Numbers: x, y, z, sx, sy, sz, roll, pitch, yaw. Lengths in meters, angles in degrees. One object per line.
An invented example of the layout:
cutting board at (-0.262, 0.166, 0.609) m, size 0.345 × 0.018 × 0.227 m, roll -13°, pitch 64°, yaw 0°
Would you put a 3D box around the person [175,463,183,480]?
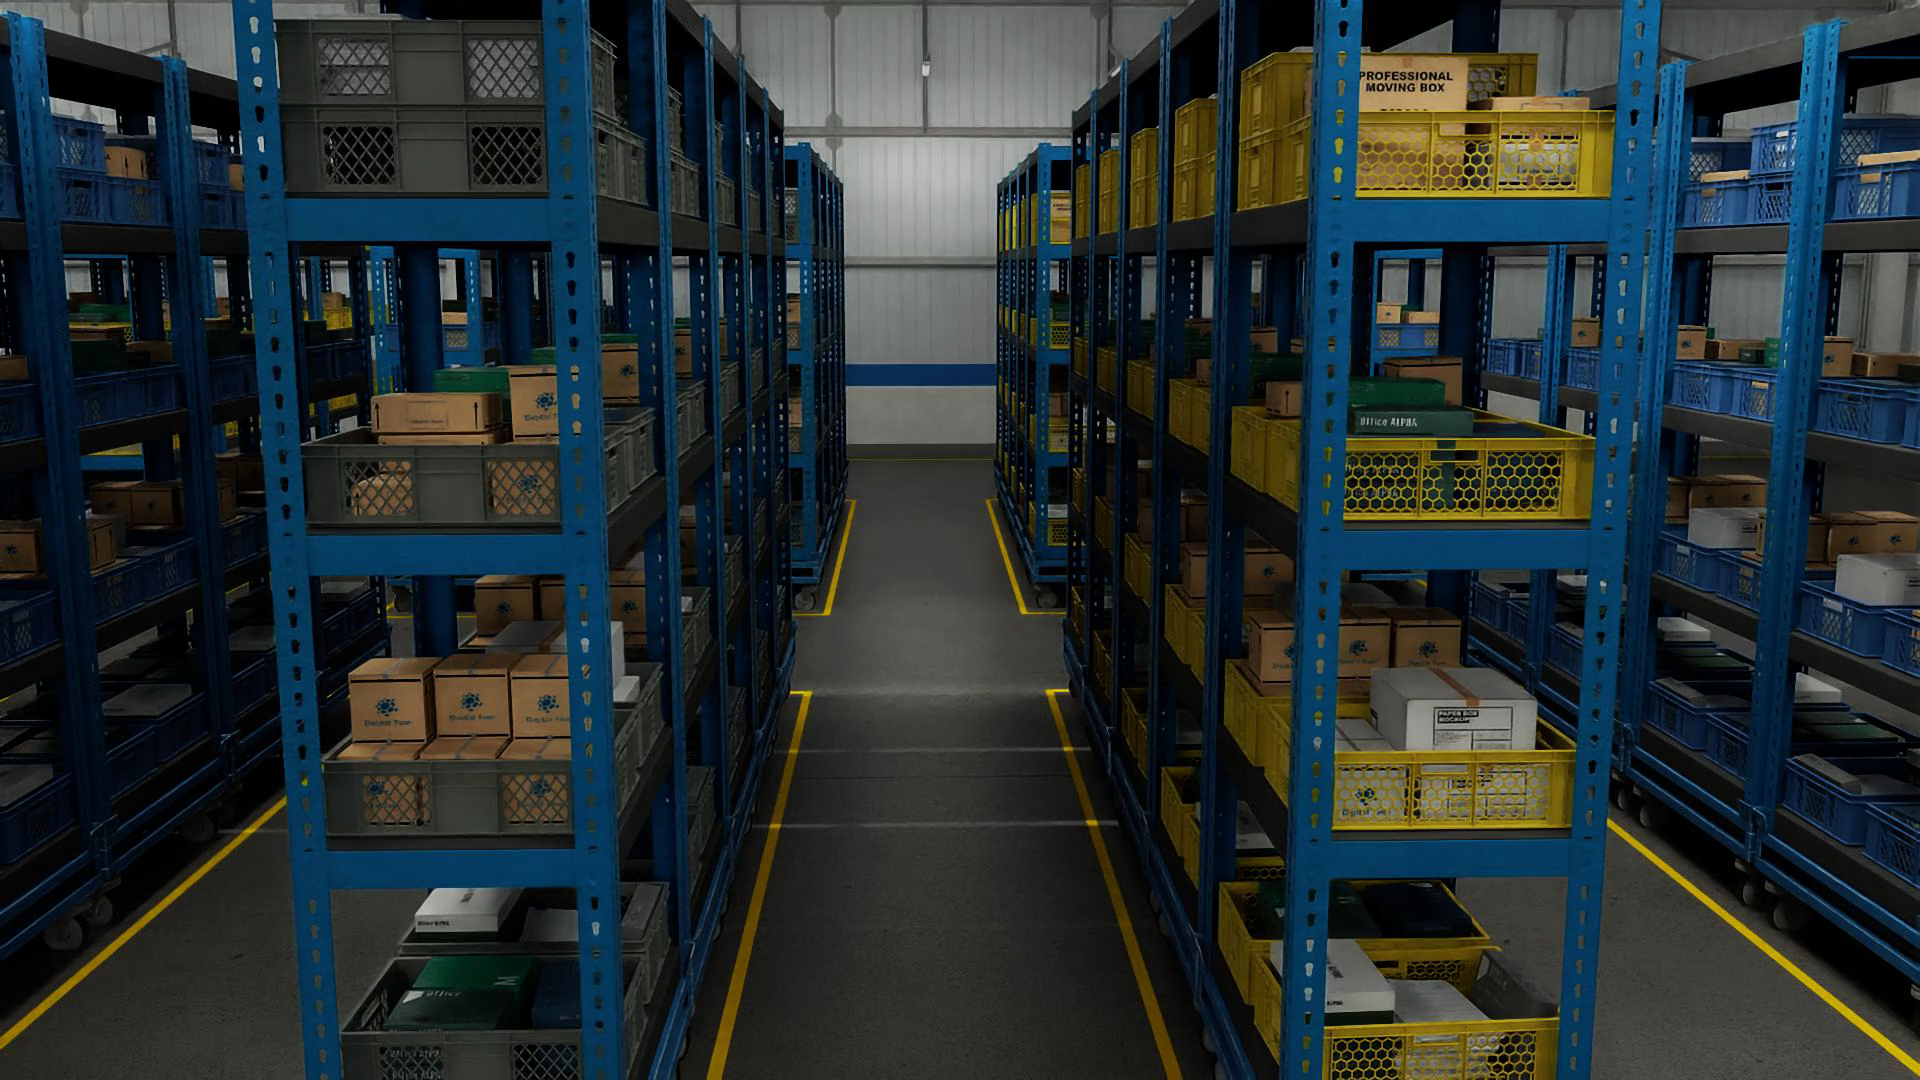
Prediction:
person at (-7.829, -0.963, 16.785) m, size 0.583 × 1.801 × 0.960 m, roll -1°, pitch 9°, yaw -6°
